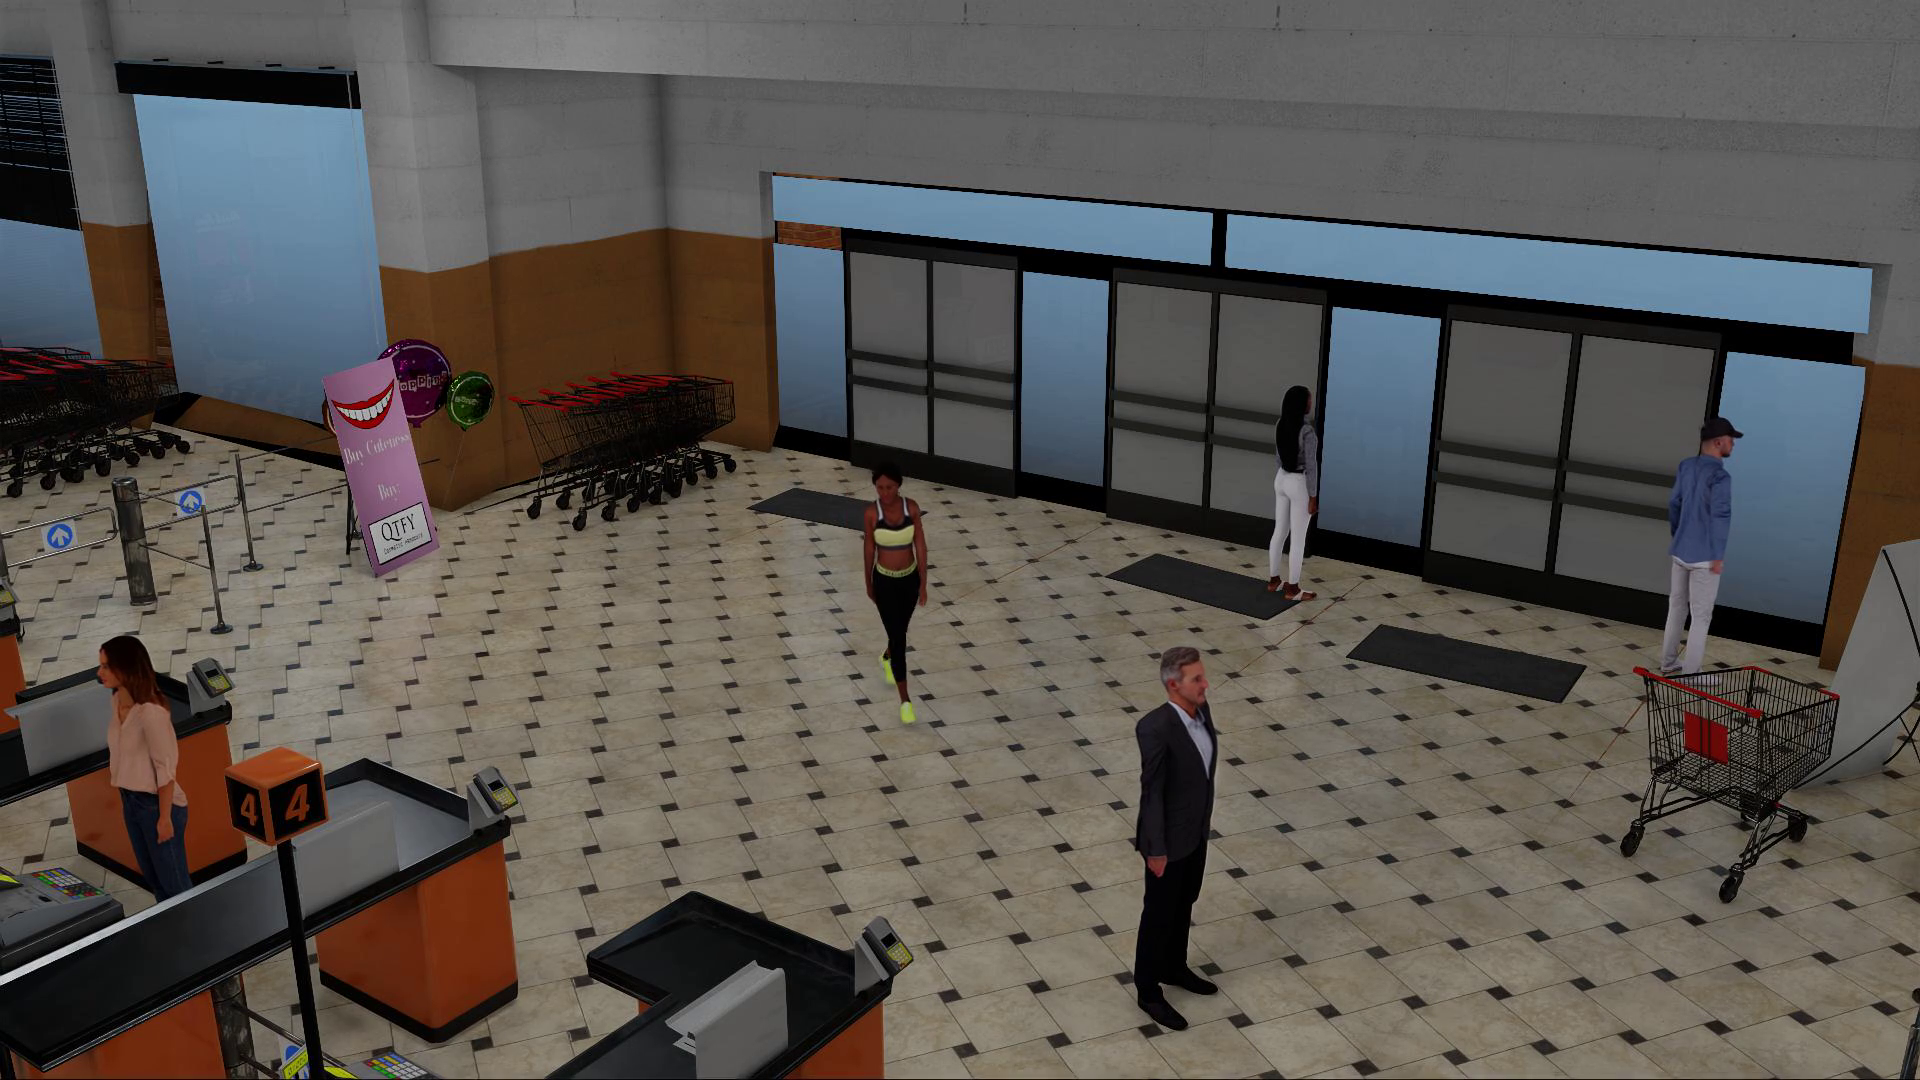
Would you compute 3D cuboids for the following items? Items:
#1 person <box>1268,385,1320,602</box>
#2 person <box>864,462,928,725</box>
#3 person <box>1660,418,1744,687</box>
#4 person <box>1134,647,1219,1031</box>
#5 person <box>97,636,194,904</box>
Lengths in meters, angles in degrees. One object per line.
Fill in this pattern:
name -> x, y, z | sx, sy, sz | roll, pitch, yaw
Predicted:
person -> 2.639, -0.381, 13.128 | 0.678, 1.725, 0.677 | -9, 21, -25
person -> -0.443, 0.291, 11.154 | 1.122, 1.712, 1.105 | -5, 19, -15
person -> 5.116, 0.073, 11.532 | 0.793, 1.884, 0.742 | -4, 19, -12
person -> 1.018, 1.352, 7.805 | 0.760, 1.842, 0.523 | 12, 22, 32
person -> -3.901, 1.293, 8.057 | 0.597, 1.792, 0.531 | 14, 23, 37
